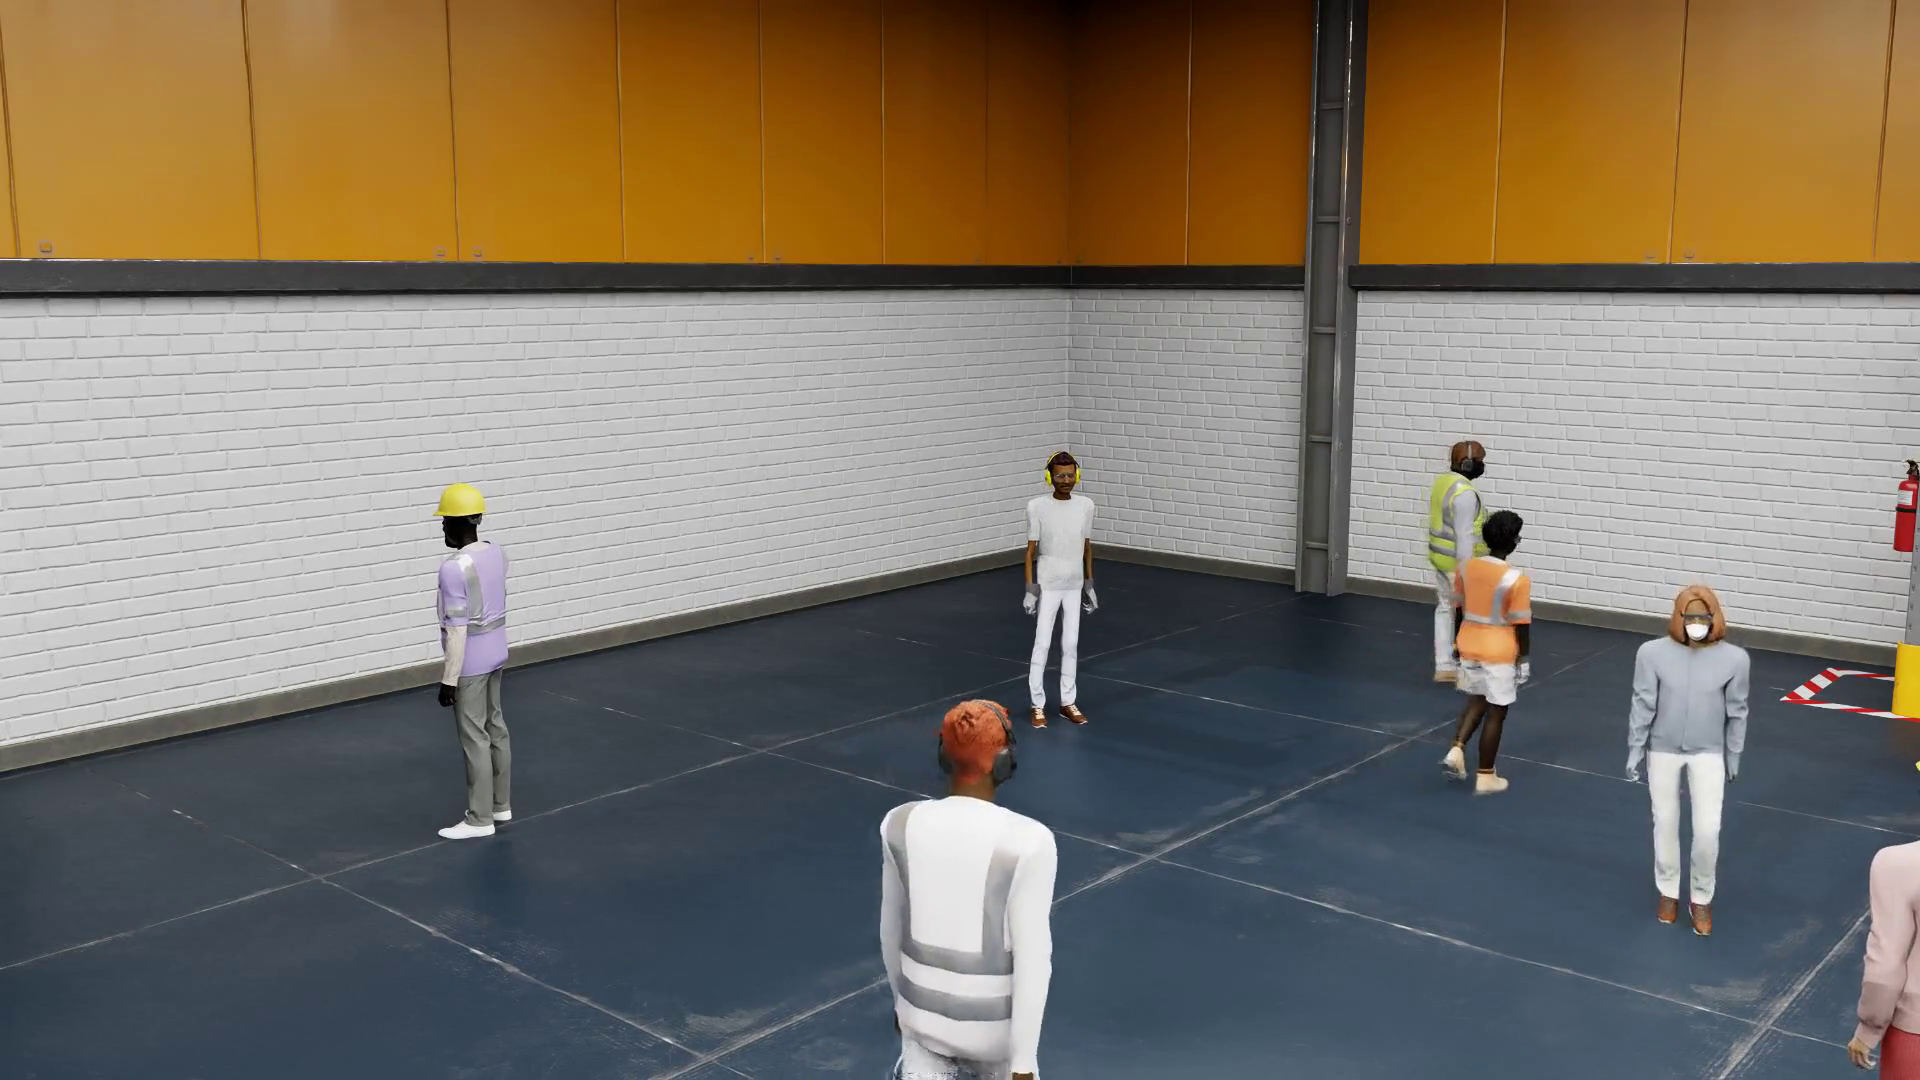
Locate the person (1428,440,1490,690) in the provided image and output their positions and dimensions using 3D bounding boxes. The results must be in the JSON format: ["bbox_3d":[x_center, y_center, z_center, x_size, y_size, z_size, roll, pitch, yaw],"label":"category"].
[{"bbox_3d":[3.681,0.177,12.247,0.452,1.839,0.642,0,9,-2],"label":"person"}]

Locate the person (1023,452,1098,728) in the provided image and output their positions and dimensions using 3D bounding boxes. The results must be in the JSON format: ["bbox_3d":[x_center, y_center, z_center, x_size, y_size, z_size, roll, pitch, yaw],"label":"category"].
[{"bbox_3d":[0.679,0.328,11.198,0.530,1.869,0.311,-3,10,-20],"label":"person"}]

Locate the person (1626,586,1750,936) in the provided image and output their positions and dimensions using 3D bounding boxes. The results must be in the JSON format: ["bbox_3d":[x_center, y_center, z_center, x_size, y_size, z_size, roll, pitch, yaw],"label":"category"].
[{"bbox_3d":[3.351,1.014,7.682,0.505,1.615,0.499,4,10,23],"label":"person"}]

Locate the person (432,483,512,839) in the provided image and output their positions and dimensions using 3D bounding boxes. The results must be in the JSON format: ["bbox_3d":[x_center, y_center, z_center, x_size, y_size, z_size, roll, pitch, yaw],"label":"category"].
[{"bbox_3d":[-2.642,0.651,8.983,0.370,1.927,0.588,2,9,10],"label":"person"}]

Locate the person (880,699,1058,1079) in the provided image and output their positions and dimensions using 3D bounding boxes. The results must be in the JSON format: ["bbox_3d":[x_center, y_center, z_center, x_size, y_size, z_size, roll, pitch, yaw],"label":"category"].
[{"bbox_3d":[0.046,1.363,4.820,0.602,1.819,1.062,5,10,27],"label":"person"}]

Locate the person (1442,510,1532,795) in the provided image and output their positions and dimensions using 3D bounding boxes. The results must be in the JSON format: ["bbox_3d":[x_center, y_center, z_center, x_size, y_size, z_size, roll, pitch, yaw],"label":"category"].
[{"bbox_3d":[3.105,0.658,9.685,0.358,1.683,0.561,-5,10,-29],"label":"person"}]

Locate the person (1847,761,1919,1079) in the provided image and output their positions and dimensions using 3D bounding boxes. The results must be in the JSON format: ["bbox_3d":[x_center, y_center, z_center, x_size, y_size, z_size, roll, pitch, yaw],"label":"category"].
[{"bbox_3d":[2.840,1.395,4.813,0.524,1.769,0.325,0,9,-2],"label":"person"}]
